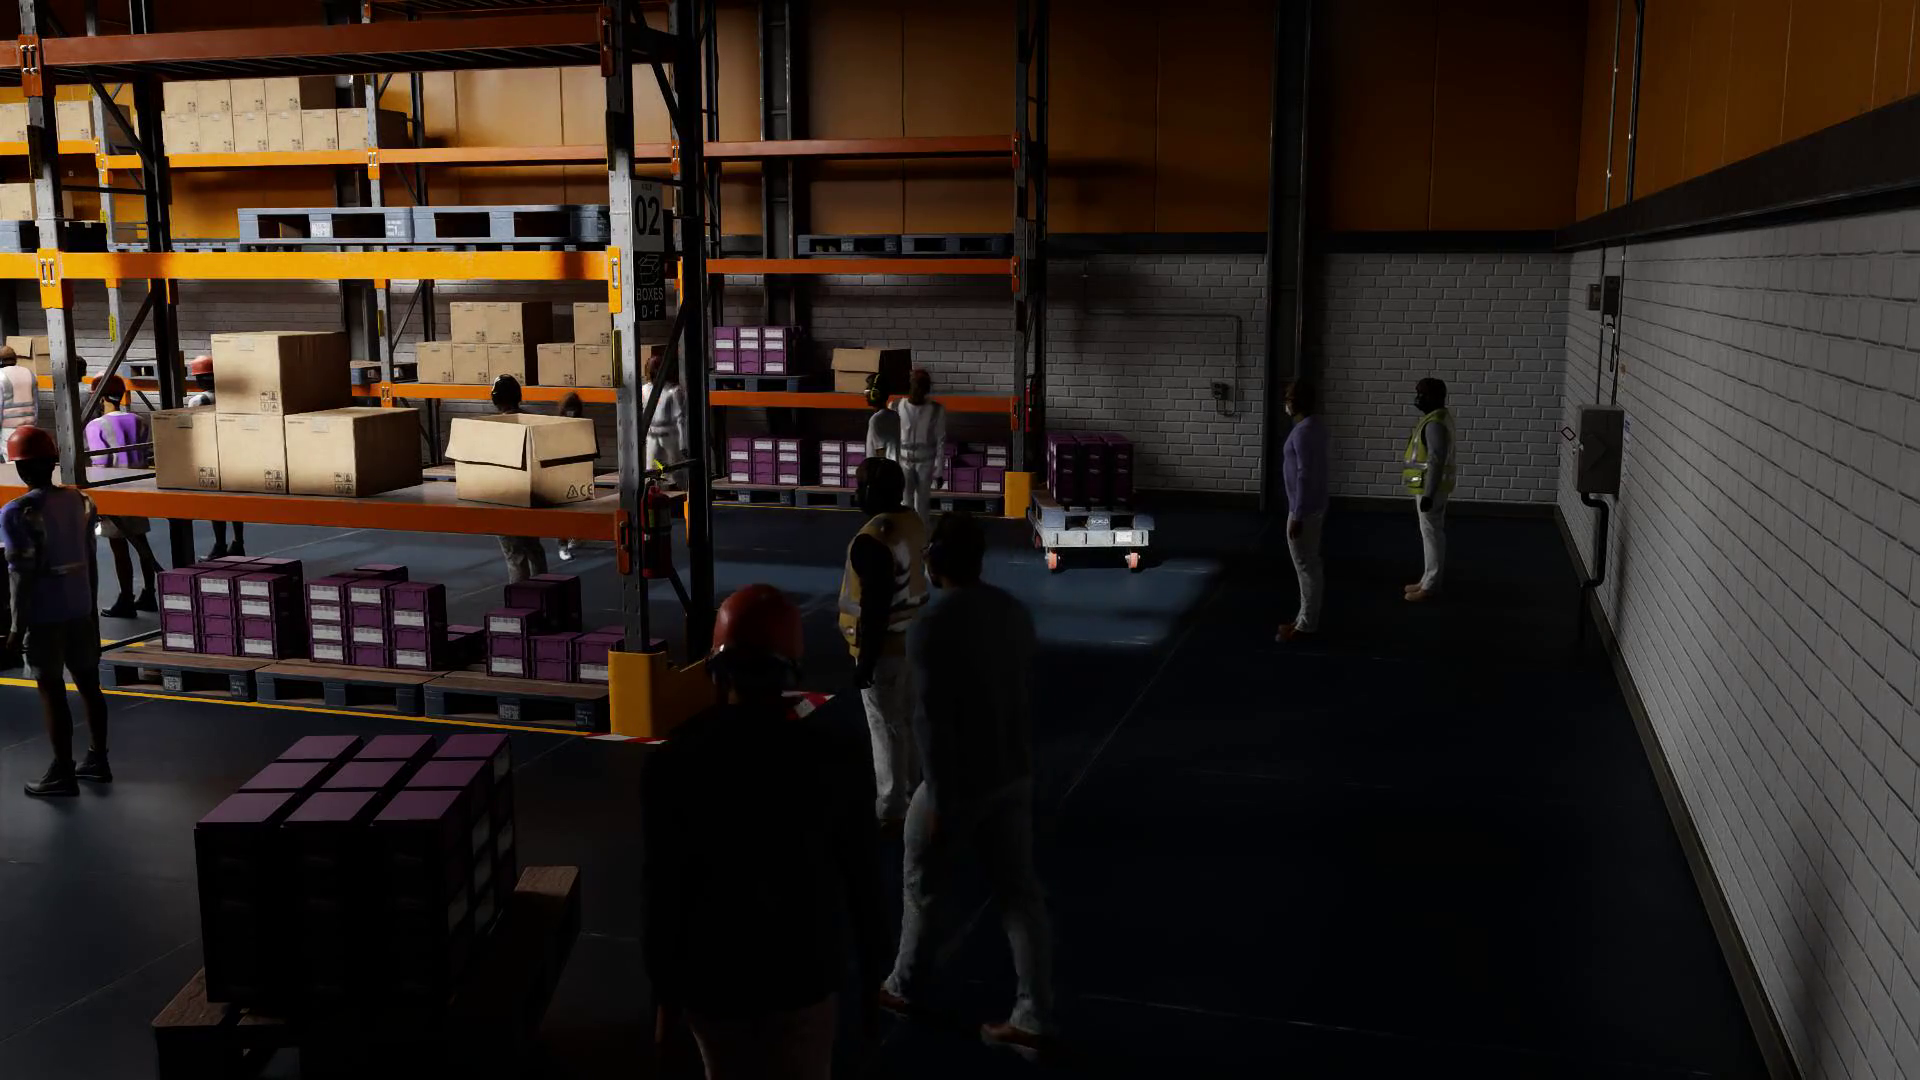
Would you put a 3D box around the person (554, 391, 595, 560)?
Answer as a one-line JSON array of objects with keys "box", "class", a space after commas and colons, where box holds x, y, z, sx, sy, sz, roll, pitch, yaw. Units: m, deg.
[{"box": [-3.714, -0.639, 15.821, 0.506, 1.592, 0.700, -2, 9, -11], "class": "person"}]

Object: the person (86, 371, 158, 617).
[{"box": [-6.609, -0.357, 13.055, 0.379, 1.938, 0.547, 3, 10, 18], "class": "person"}]

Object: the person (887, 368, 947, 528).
[{"box": [-0.426, -0.692, 15.462, 0.622, 1.834, 0.923, 0, 9, -1], "class": "person"}]

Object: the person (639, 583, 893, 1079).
[{"box": [-0.479, 1.102, 4.129, 0.629, 1.959, 0.913, -1, 9, -4], "class": "person"}]

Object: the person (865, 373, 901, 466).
[{"box": [-0.653, -0.447, 13.825, 0.331, 1.867, 0.513, 3, 10, 18], "class": "person"}]

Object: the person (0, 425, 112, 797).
[{"box": [-4.725, 0.369, 8.639, 0.376, 1.934, 0.547, 3, 10, 18], "class": "person"}]

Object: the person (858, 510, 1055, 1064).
[{"box": [-0.007, 0.842, 5.871, 0.935, 1.890, 0.638, 9, 13, 42], "class": "person"}]

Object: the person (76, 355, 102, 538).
[{"box": [-8.868, -0.933, 16.801, 0.331, 1.861, 0.513, 3, 10, 18], "class": "person"}]

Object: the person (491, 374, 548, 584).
[{"box": [-3.376, -0.285, 12.620, 0.375, 1.936, 0.628, 3, 10, 18], "class": "person"}]

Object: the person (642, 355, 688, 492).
[{"box": [-3.114, -1.082, 17.853, 0.589, 1.835, 0.934, 3, 10, 19], "class": "person"}]

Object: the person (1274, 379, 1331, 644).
[{"box": [2.505, -0.204, 12.129, 0.375, 1.936, 0.628, 3, 10, 18], "class": "person"}]

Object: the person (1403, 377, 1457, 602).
[{"box": [3.858, -0.413, 13.688, 0.430, 1.844, 0.623, 3, 10, 18], "class": "person"}]

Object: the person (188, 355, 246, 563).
[{"box": [-6.914, -0.741, 15.406, 0.376, 1.934, 0.547, 3, 10, 18], "class": "person"}]

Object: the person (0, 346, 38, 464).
[{"box": [-10.965, -1.326, 19.263, 0.430, 1.841, 0.623, 3, 10, 18], "class": "person"}]

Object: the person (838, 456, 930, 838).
[{"box": [-0.370, 0.515, 8.034, 0.430, 1.844, 0.623, 3, 10, 18], "class": "person"}]
